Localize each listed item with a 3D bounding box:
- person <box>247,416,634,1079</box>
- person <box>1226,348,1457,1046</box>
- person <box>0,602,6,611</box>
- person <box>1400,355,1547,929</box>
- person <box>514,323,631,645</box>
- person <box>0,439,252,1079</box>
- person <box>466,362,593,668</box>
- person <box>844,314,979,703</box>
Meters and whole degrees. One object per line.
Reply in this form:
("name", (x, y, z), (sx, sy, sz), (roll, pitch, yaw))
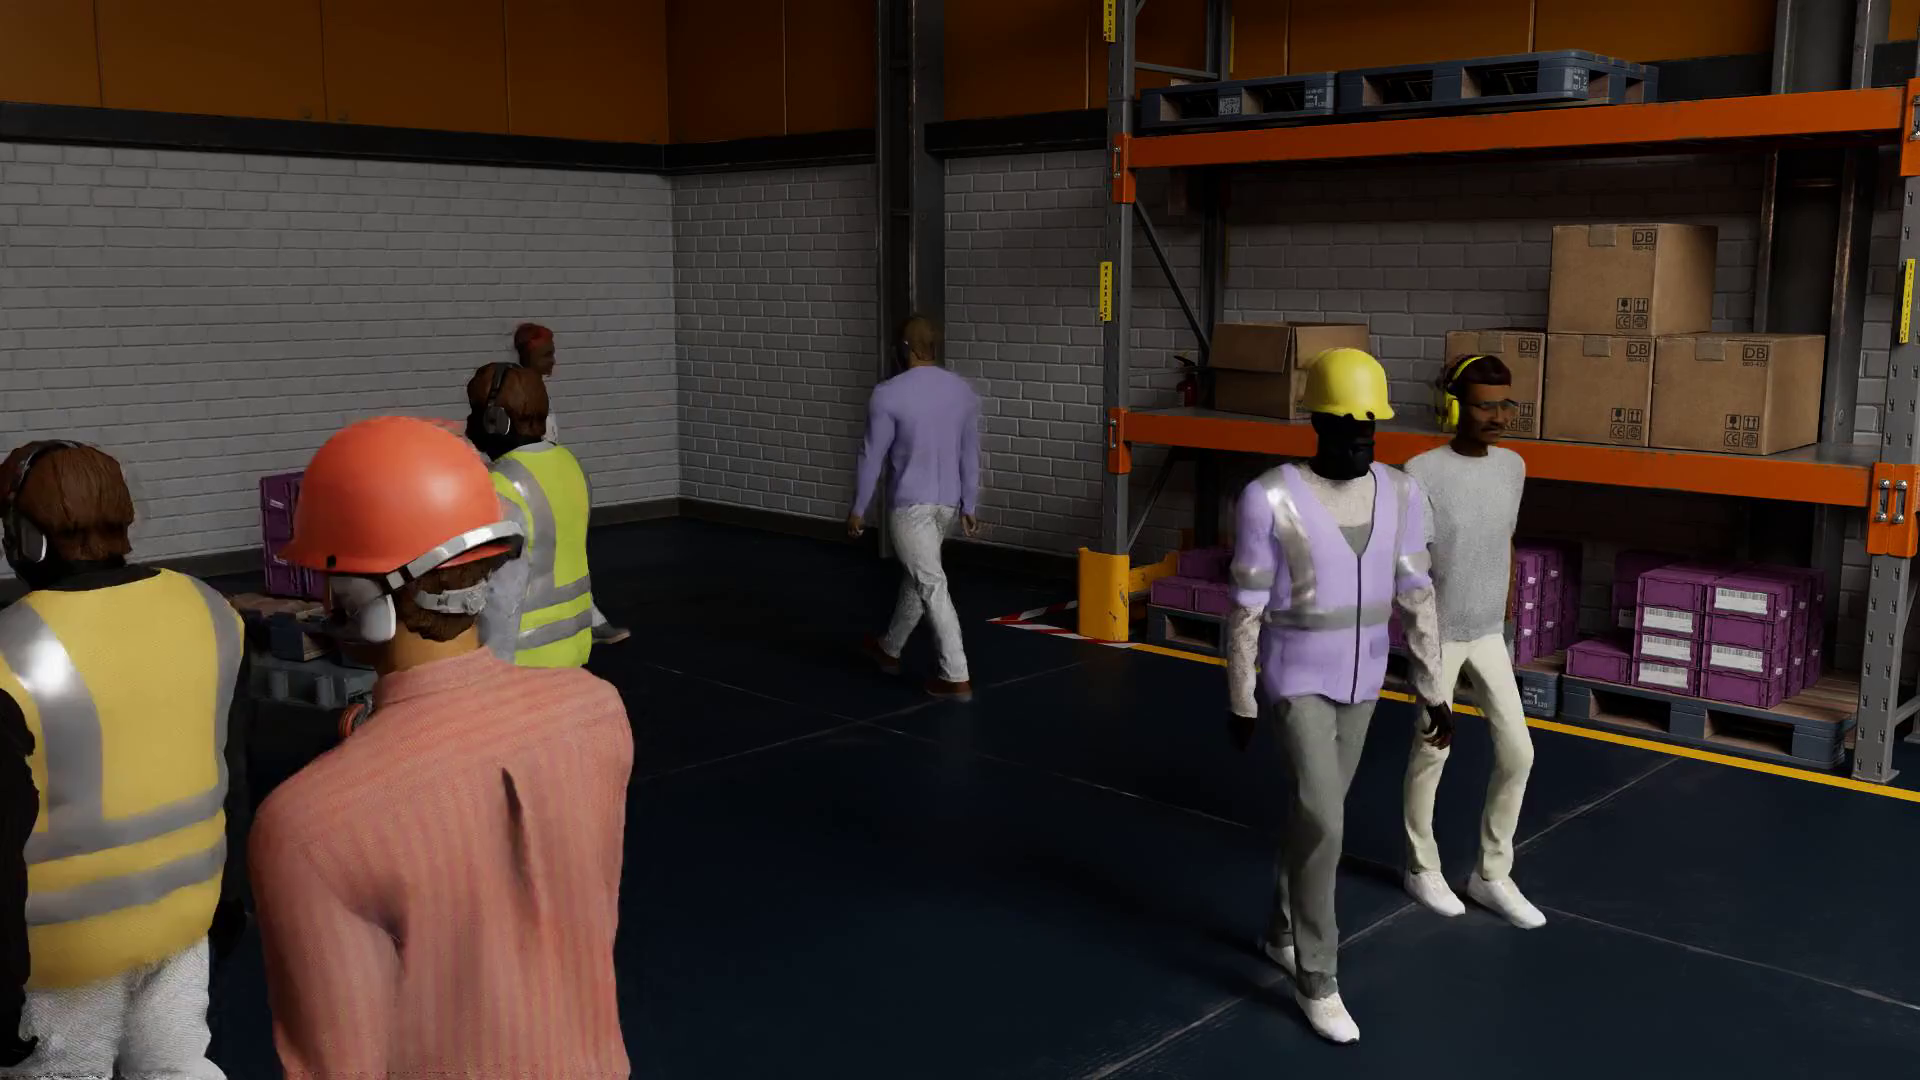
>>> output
("person", (-0.606, 0.807, 2.174), (1.033, 1.949, 0.613), (6, 11, 34))
("person", (1.095, 0.421, 4.686), (0.600, 1.897, 0.786), (-4, 10, -25))
("person", (-4.927, -0.018, 8.125), (0.557, 1.651, 0.868), (7, 12, 37))
("person", (1.652, 0.342, 5.318), (0.543, 1.838, 0.647), (-3, 10, -20))
("person", (-2.383, -0.284, 9.230), (0.980, 1.836, 0.581), (0, 9, 2))
("person", (-1.543, 0.718, 3.093), (0.666, 1.822, 0.628), (4, 10, 21))
("person", (-1.348, 0.382, 5.077), (0.429, 1.845, 0.621), (1, 9, 8))
("person", (-0.257, -0.175, 8.338), (0.649, 1.886, 1.000), (-8, 12, -42))
